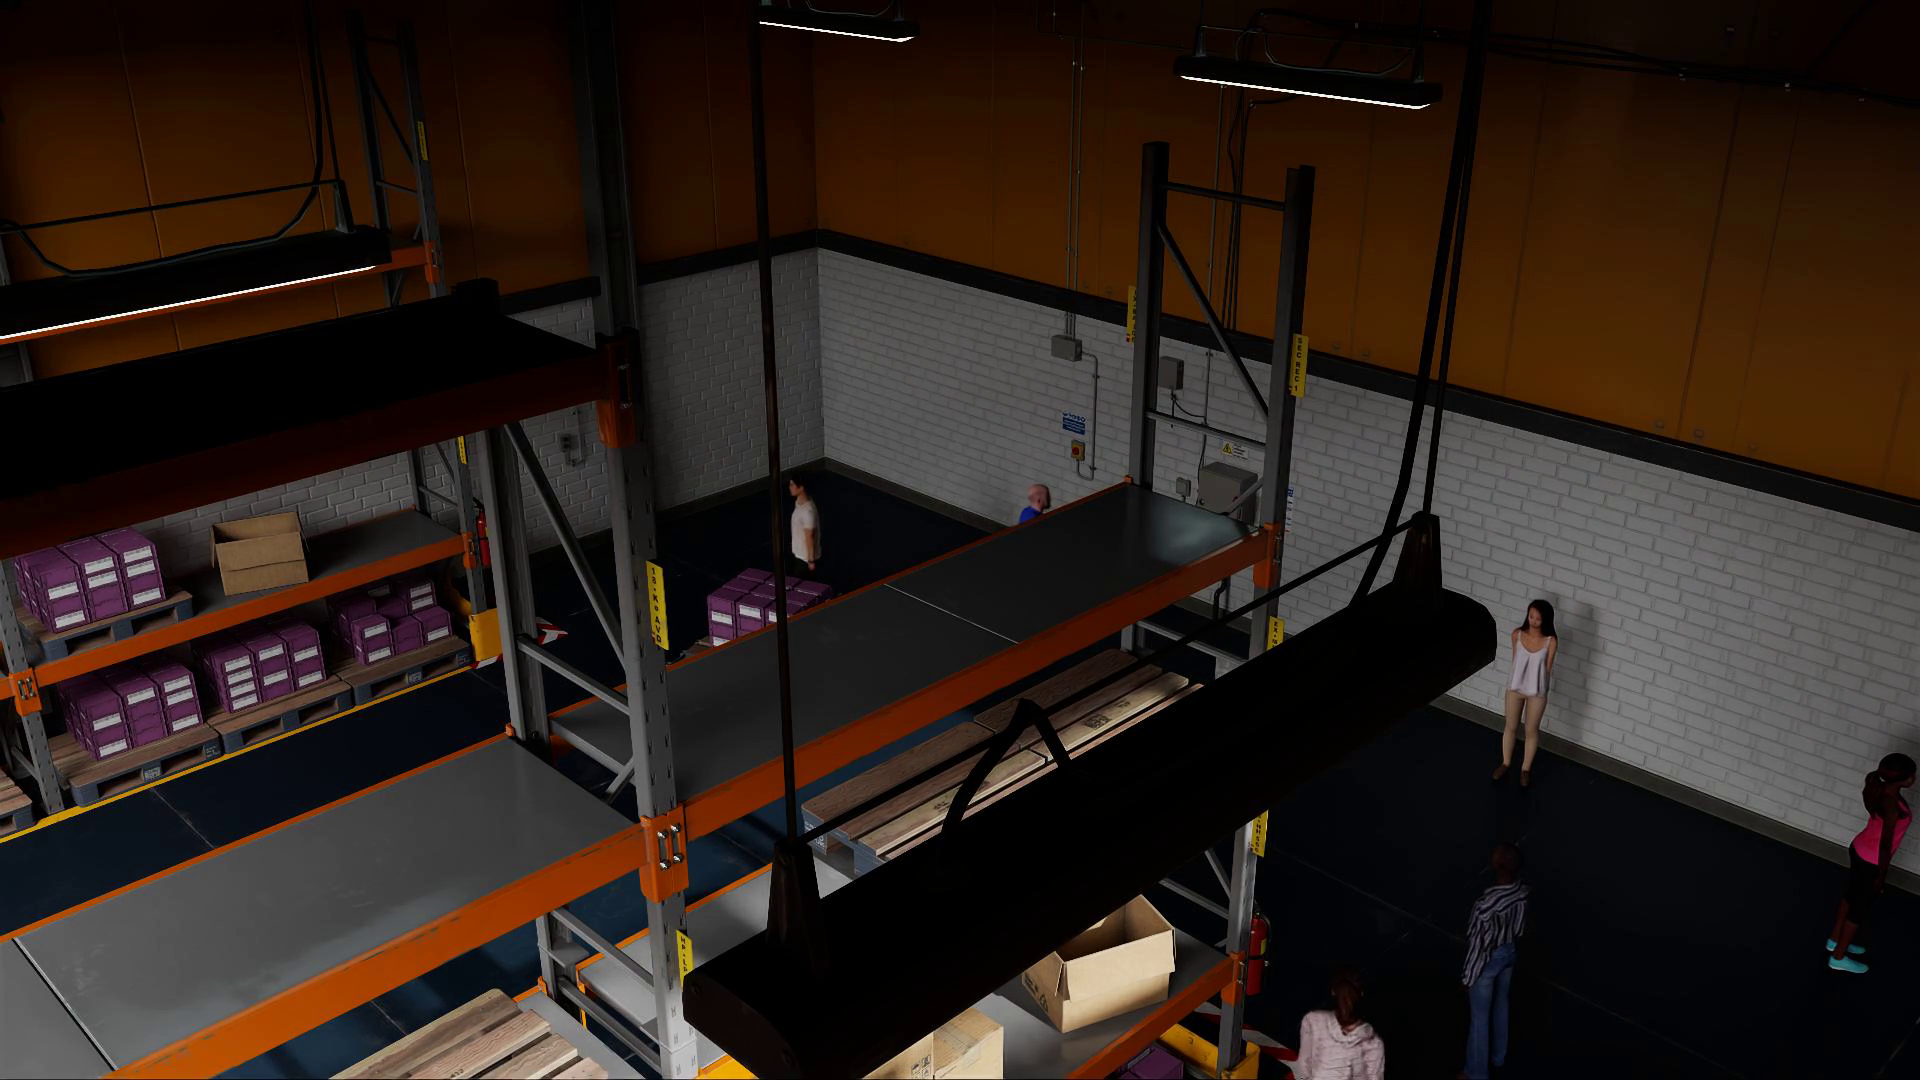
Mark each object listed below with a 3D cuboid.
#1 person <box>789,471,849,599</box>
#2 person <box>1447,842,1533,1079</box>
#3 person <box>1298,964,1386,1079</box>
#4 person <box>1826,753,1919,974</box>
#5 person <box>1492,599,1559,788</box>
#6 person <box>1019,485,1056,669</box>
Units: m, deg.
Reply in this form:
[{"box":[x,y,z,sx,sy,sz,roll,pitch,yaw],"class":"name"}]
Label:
[{"box":[-1.444,0.105,16.586,1.089,1.699,0.967,-4,24,-10],"class":"person"},{"box":[3.382,2.689,10.552,0.485,1.796,0.693,-18,30,-36],"class":"person"},{"box":[2.115,3.229,9.473,0.729,1.671,0.780,16,28,32],"class":"person"},{"box":[6.380,2.237,11.676,0.696,1.723,0.614,6,24,14],"class":"person"},{"box":[4.787,1.248,14.028,0.682,1.653,0.615,21,31,39],"class":"person"},{"box":[0.713,0.320,15.917,0.761,1.840,0.751,-4,24,-10],"class":"person"}]
